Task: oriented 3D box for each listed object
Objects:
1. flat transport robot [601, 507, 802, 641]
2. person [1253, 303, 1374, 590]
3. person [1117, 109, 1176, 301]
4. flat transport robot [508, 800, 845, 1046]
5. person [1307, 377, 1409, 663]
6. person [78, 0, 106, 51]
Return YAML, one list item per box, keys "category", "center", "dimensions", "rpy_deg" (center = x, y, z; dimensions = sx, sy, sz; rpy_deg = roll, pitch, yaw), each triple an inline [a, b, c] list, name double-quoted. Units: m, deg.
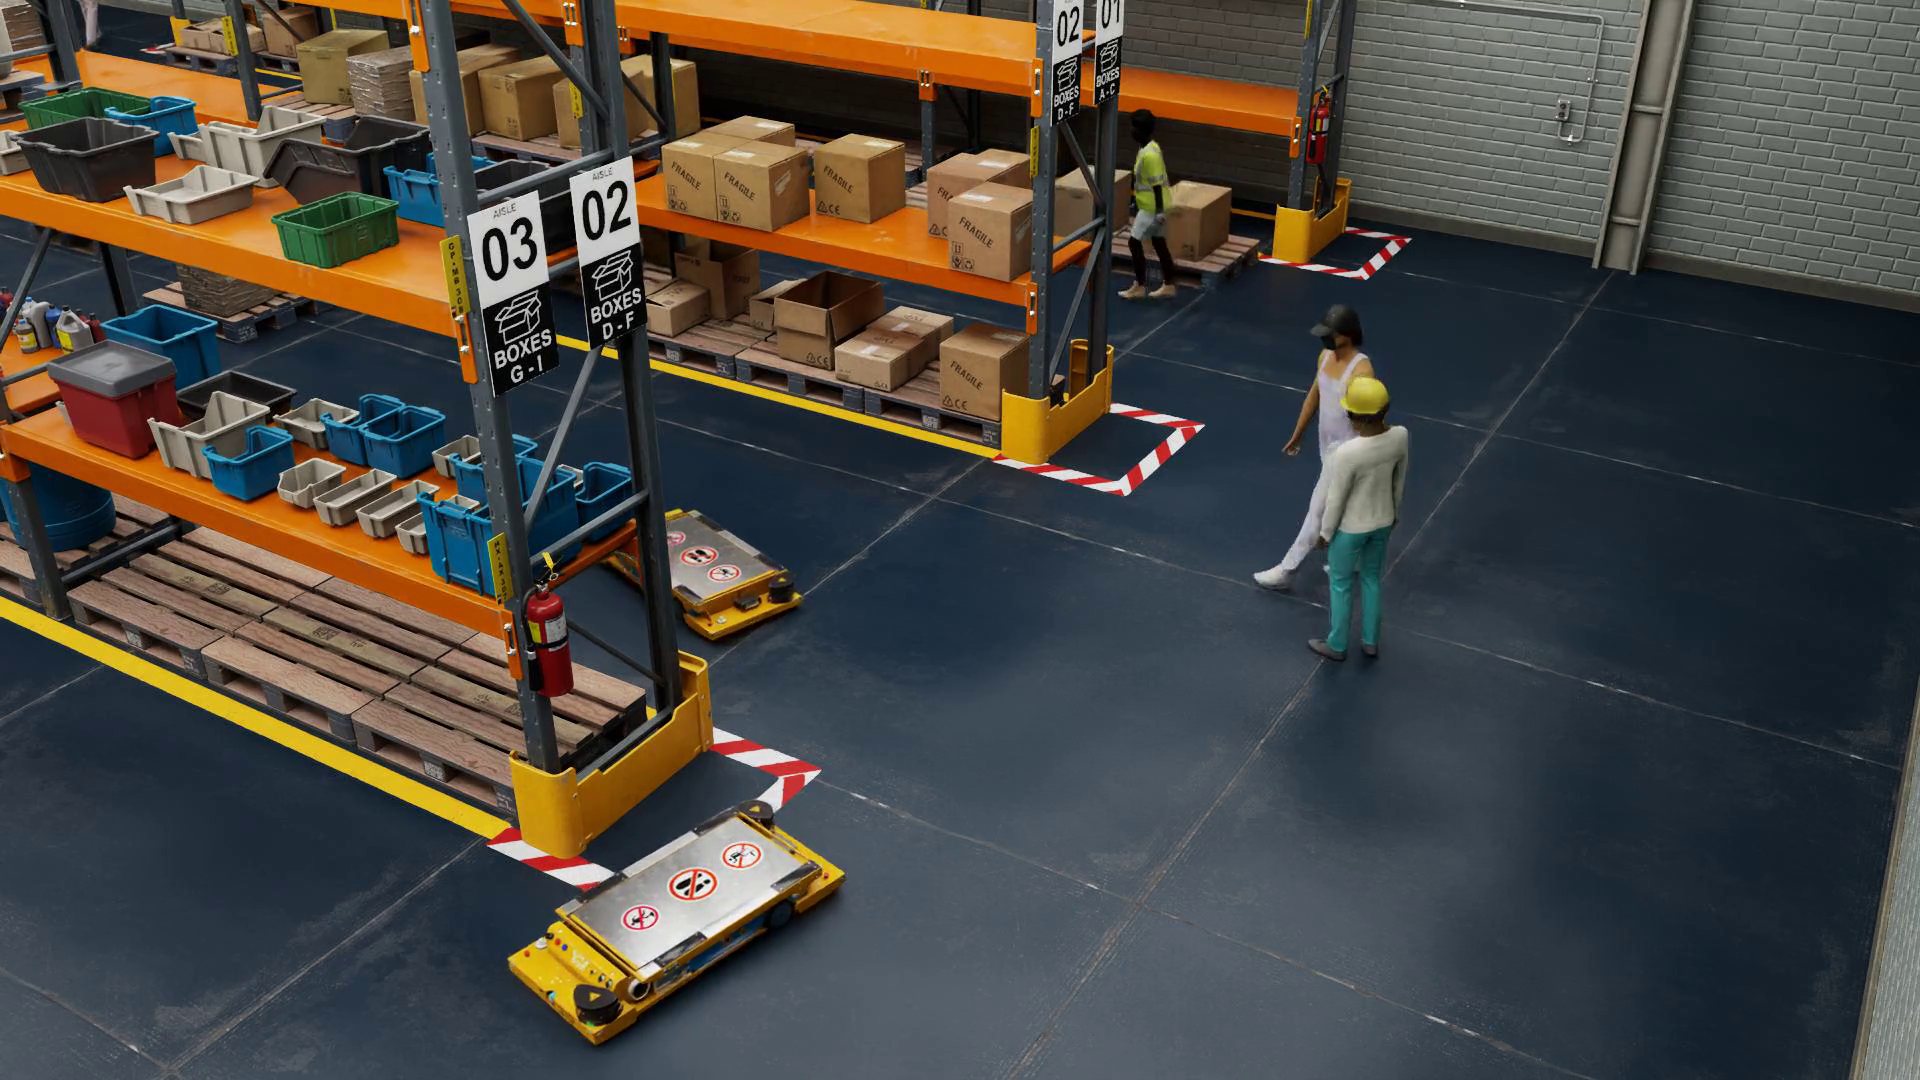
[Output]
- category: "flat transport robot"
  center: [-1.666, 0.164, 10.339]
  dimensions: [0.659, 0.231, 1.431]
  rpy_deg: [-23, 36, -35]
- category: "person"
  center: [2.181, -0.555, 10.032]
  dimensions: [0.920, 1.817, 0.549]
  rpy_deg: [-9, 30, -15]
- category: "person"
  center: [1.641, -2.875, 14.361]
  dimensions: [0.613, 1.649, 0.552]
  rpy_deg: [4, 29, 7]
- category: "flat transport robot"
  center: [-1.269, 1.699, 7.585]
  dimensions: [0.659, 0.231, 1.431]
  rpy_deg: [25, 38, 37]
- category: "person"
  center: [2.239, -0.090, 9.287]
  dimensions: [0.561, 1.762, 0.301]
  rpy_deg: [-15, 32, -25]
- category: "person"
  center: [-12.071, -7.686, 22.851]
  dimensions: [0.580, 1.799, 0.907]
  rpy_deg: [-1, 29, -3]
